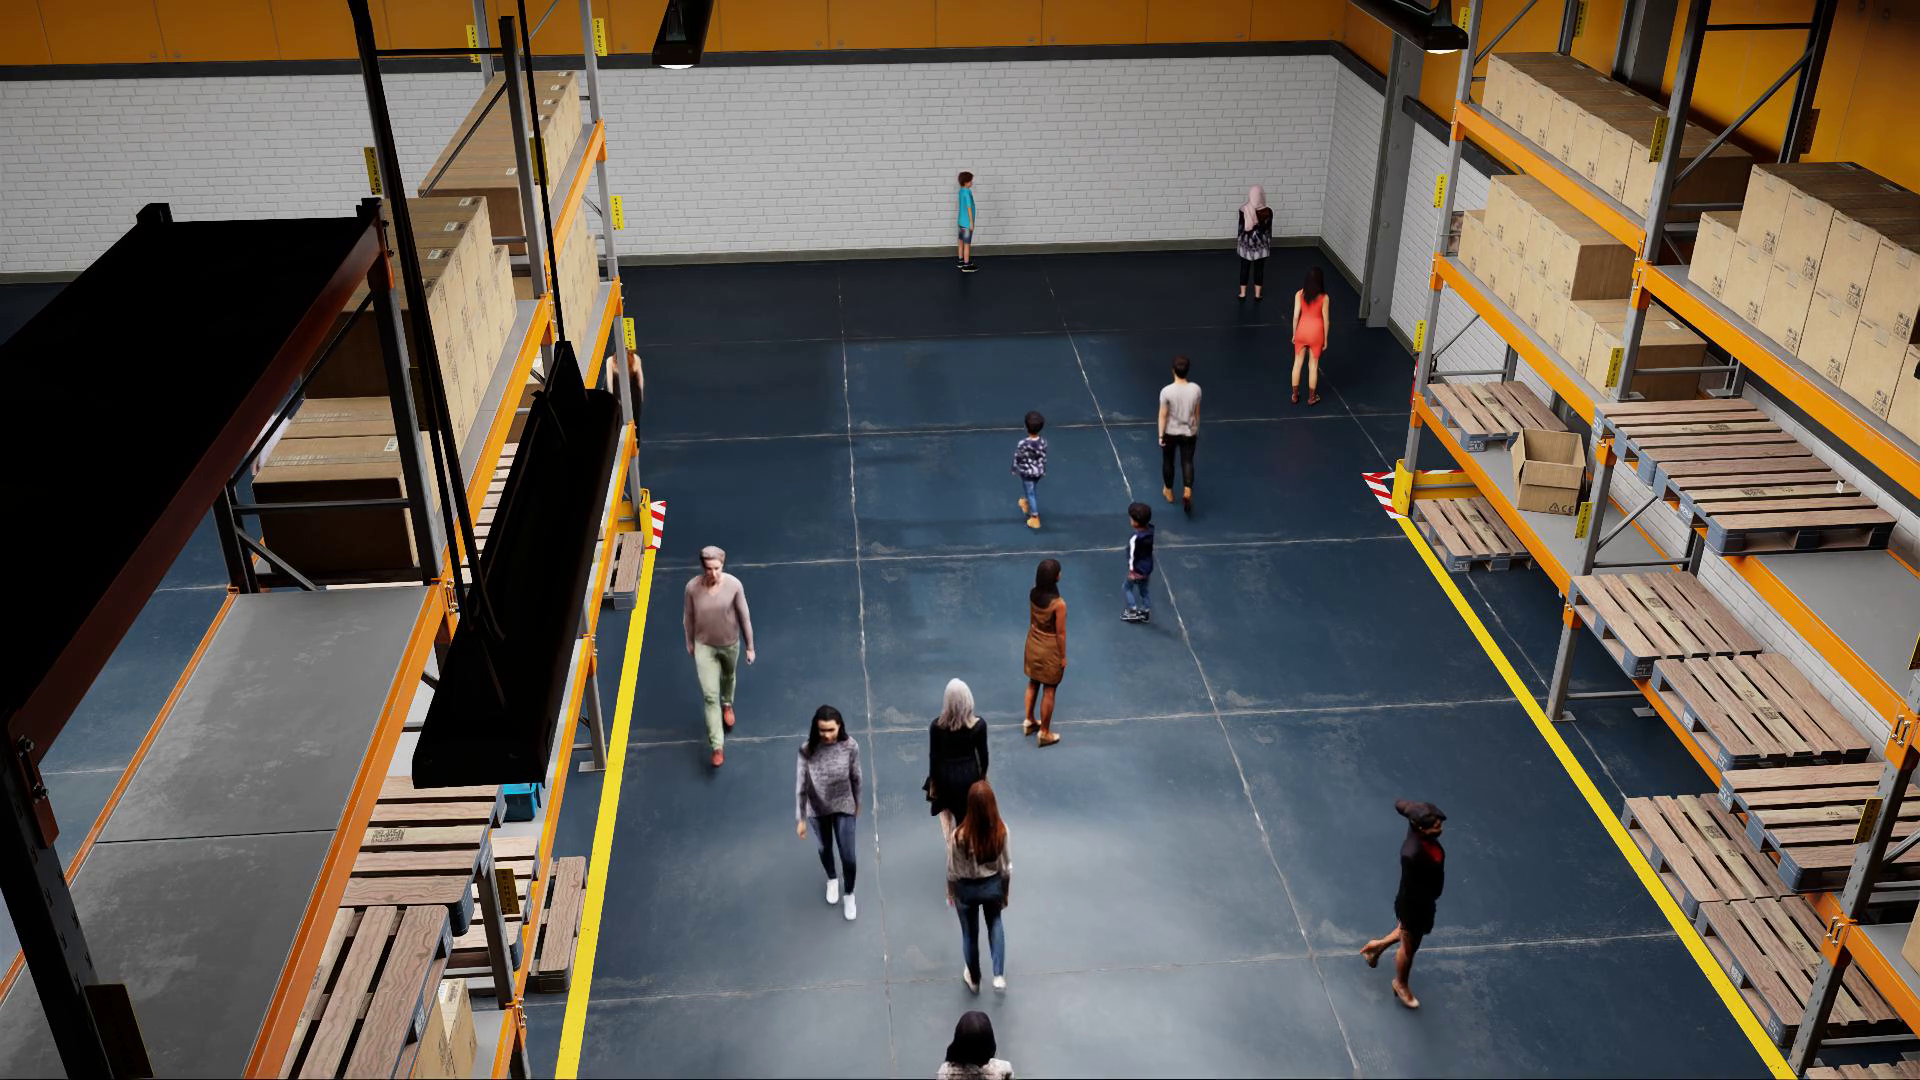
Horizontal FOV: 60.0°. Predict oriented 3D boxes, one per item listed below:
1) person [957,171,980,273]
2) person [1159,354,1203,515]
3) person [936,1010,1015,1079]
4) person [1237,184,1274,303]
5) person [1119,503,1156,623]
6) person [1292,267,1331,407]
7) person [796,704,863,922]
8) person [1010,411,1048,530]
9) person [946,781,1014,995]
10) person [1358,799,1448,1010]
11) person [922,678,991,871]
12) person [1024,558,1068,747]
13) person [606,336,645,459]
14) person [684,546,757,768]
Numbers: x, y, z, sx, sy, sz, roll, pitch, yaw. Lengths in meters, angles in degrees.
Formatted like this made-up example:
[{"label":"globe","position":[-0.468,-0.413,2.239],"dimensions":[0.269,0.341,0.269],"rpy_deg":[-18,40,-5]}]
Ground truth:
[{"label":"person","position":[0.080,-4.628,24.075],"dimensions":[0.627,1.450,0.497],"rpy_deg":[-10,30,-18]},{"label":"person","position":[2.302,-1.091,17.327],"dimensions":[0.652,1.703,0.970],"rpy_deg":[-1,29,-1]},{"label":"person","position":[0.072,3.366,9.154],"dimensions":[0.691,1.704,1.083],"rpy_deg":[-5,29,-9]},{"label":"person","position":[4.045,-4.093,22.901],"dimensions":[0.704,1.635,0.712],"rpy_deg":[6,29,11]},{"label":"person","position":[1.711,0.233,15.412],"dimensions":[0.655,1.213,0.600],"rpy_deg":[24,36,36]},{"label":"person","position":[4.153,-2.425,19.756],"dimensions":[0.667,1.719,0.676],"rpy_deg":[12,31,21]},{"label":"person","position":[-0.928,1.860,11.907],"dimensions":[0.634,1.712,0.702],"rpy_deg":[0,29,-1]},{"label":"person","position":[0.745,-0.704,17.115],"dimensions":[0.680,1.227,0.899],"rpy_deg":[-12,31,-21]},{"label":"person","position":[0.149,2.362,10.981],"dimensions":[0.641,1.718,0.710],"rpy_deg":[-8,30,-14]},{"label":"person","position":[2.938,2.390,11.021],"dimensions":[0.820,1.630,0.772],"rpy_deg":[14,31,23]},{"label":"person","position":[-0.017,1.807,11.978],"dimensions":[0.633,1.737,0.627],"rpy_deg":[-2,29,-4]},{"label":"person","position":[0.703,0.912,13.674],"dimensions":[0.705,1.684,0.610],"rpy_deg":[-20,34,-32]},{"label":"person","position":[-3.618,-1.479,18.146],"dimensions":[0.748,1.600,0.904],"rpy_deg":[-12,31,-21]},{"label":"person","position":[-1.987,0.842,13.665],"dimensions":[0.779,1.817,1.269],"rpy_deg":[-5,29,-9]}]
